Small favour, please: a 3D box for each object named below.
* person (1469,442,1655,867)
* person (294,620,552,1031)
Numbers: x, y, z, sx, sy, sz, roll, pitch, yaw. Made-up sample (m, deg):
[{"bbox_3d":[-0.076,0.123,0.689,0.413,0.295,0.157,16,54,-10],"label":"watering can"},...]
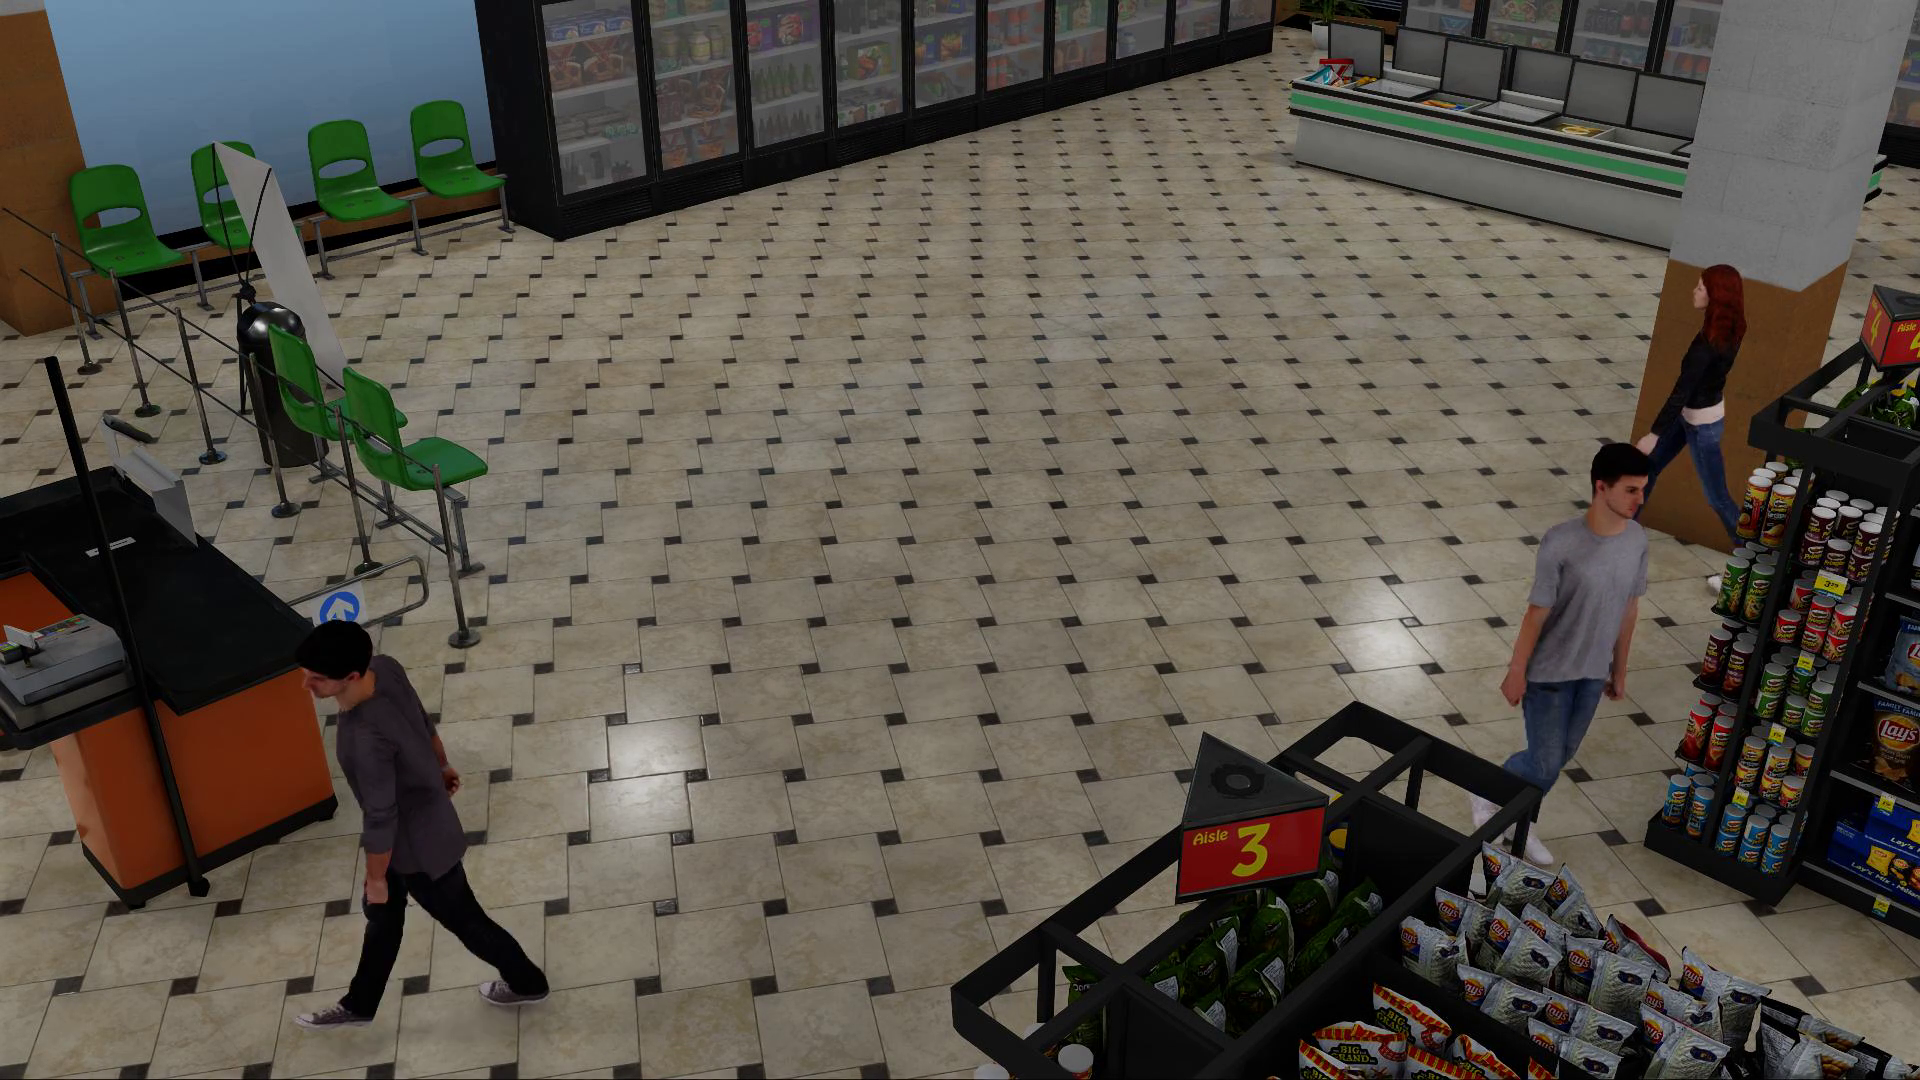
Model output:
[{"bbox_3d":[2.374,0.443,6.680,0.801,1.869,0.821,-10,30,-17],"label":"person"},{"bbox_3d":[-1.814,0.986,5.764,1.128,1.794,1.194,-5,29,-9],"label":"person"}]
